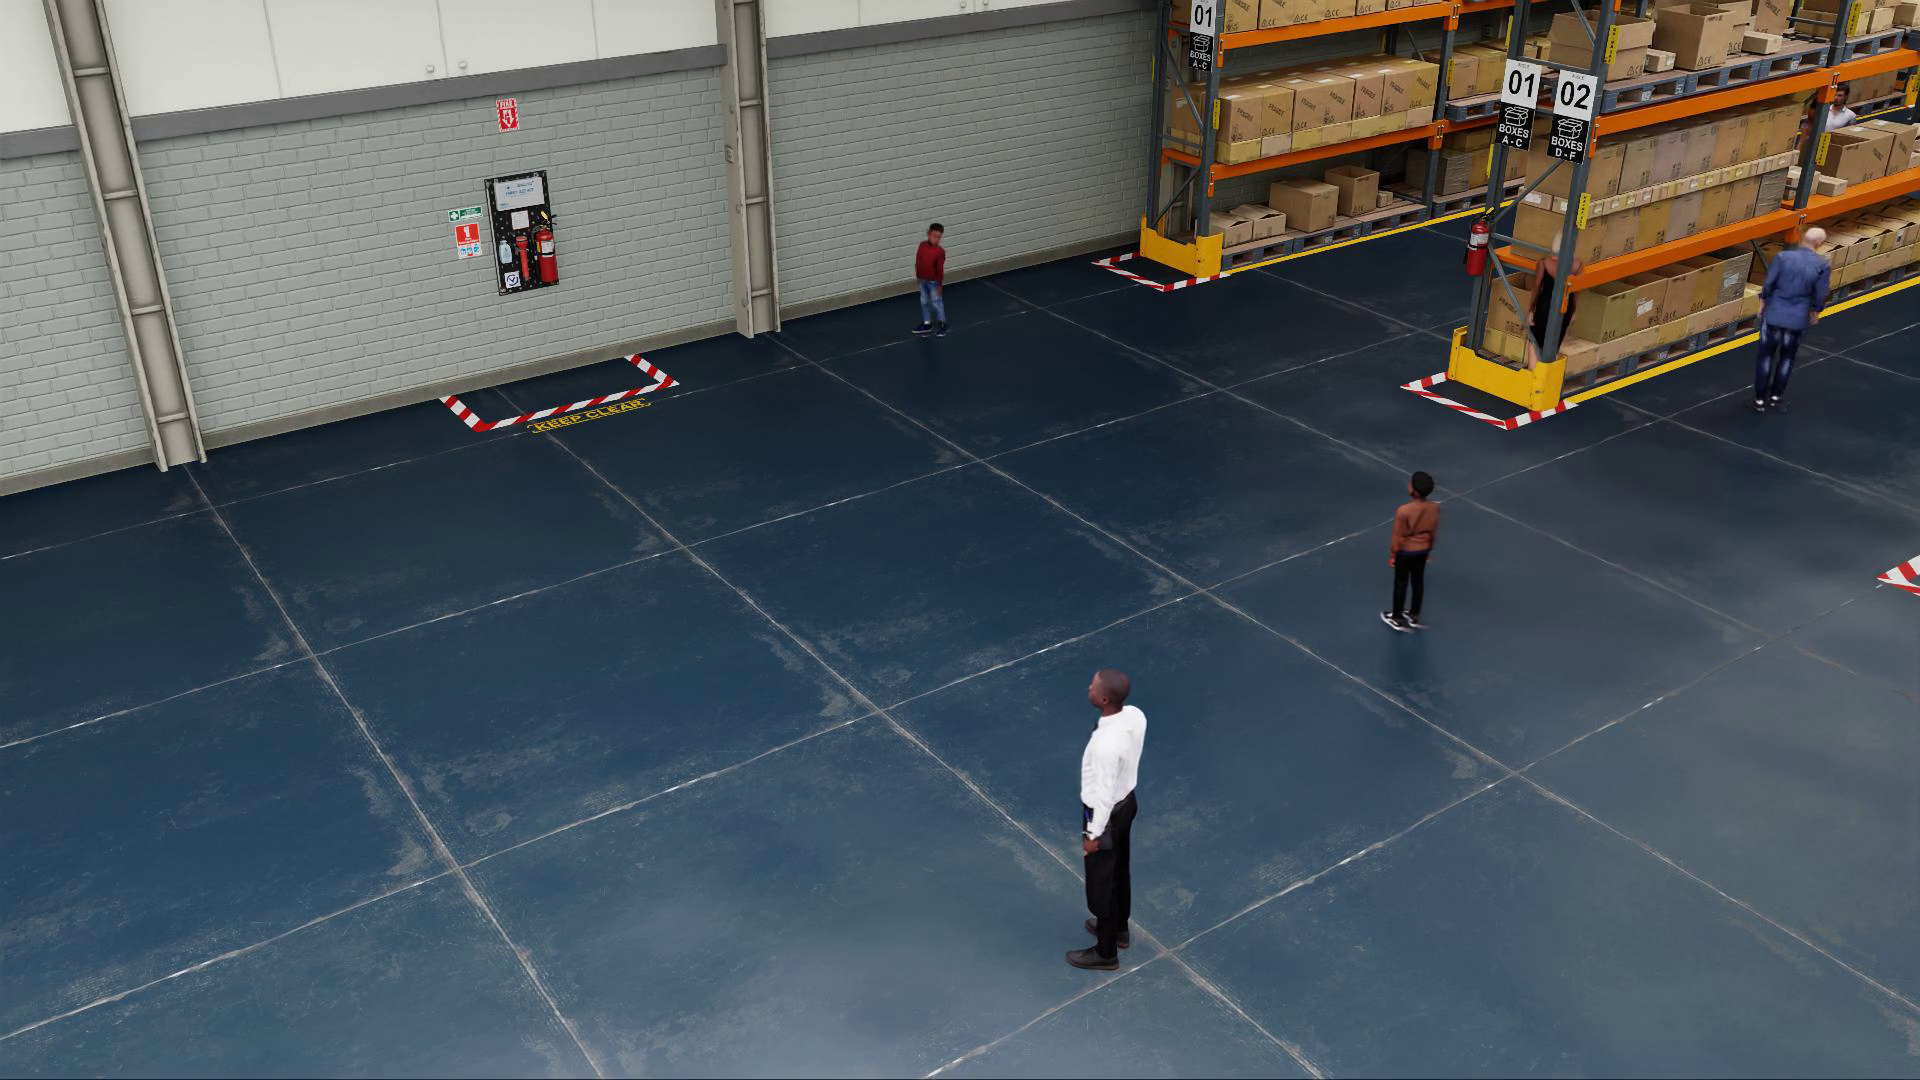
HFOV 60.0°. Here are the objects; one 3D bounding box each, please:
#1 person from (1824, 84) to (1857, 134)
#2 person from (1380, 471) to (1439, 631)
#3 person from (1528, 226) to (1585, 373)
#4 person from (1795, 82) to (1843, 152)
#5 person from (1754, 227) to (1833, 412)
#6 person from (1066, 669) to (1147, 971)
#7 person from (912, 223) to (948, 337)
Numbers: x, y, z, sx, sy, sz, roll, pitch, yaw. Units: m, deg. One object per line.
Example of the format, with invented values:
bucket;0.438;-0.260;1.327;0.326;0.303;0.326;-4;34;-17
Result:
person;11.067;-4.883;21.257;0.703;1.851;0.623;22;34;36
person;3.334;0.075;12.281;0.485;1.253;0.624;-9;29;-18
person;5.740;-2.159;16.093;0.756;1.736;0.814;7;28;14
person;12.843;-6.459;24.605;1.017;1.588;0.587;-20;33;-33
person;7.914;-2.107;15.912;0.880;1.809;0.887;6;28;12
person;0.800;1.488;8.901;0.780;1.836;0.648;12;30;22
person;-0.336;-2.823;17.925;0.560;1.239;0.585;-16;31;-29
